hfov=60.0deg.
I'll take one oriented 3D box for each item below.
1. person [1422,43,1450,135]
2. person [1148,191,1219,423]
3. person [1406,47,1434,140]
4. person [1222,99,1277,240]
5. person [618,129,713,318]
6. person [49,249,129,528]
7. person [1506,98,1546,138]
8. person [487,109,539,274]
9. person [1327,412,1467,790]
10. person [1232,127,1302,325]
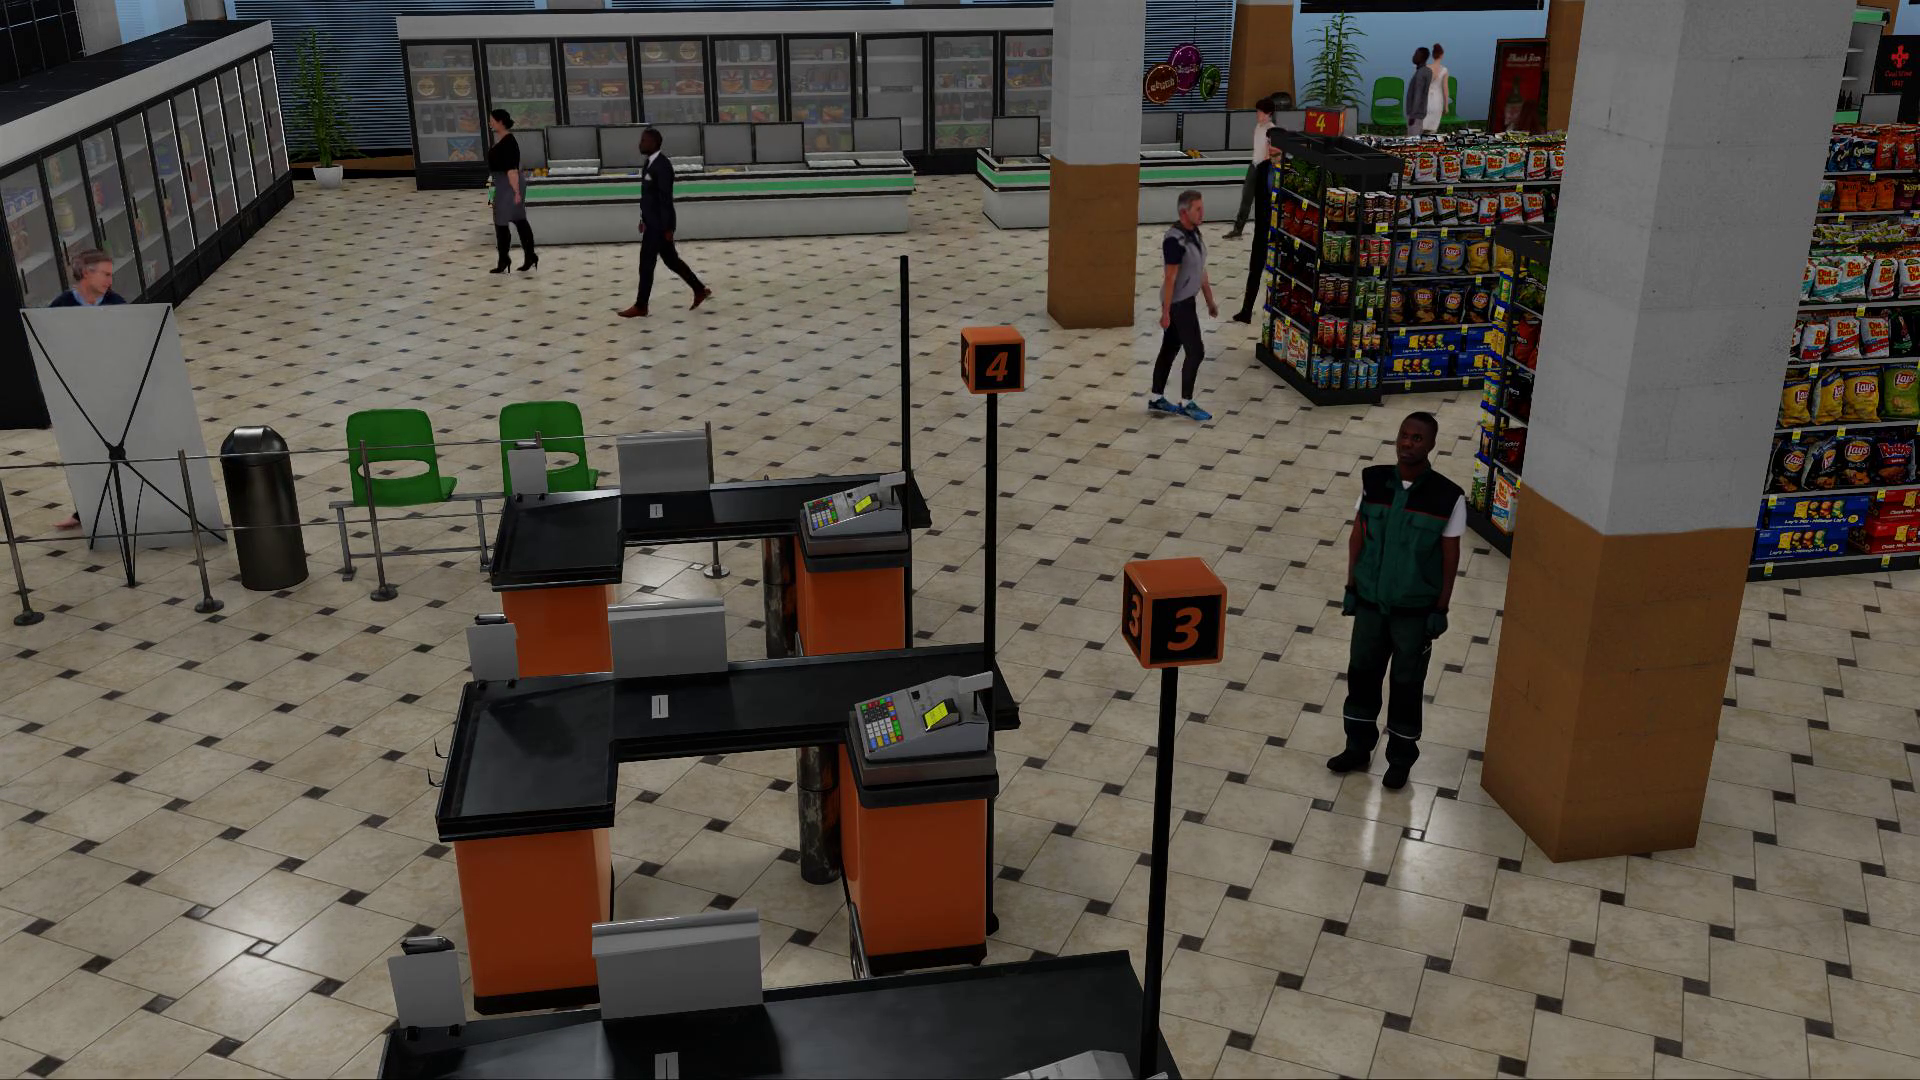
[{"bbox_3d":[6.838,-6.294,24.198,0.644,1.791,0.707,14,26,31],"label":"person"},{"bbox_3d":[1.639,-1.847,13.117,0.959,1.801,0.887,8,23,19],"label":"person"},{"bbox_3d":[6.408,-5.949,23.275,0.762,1.839,0.765,9,24,21],"label":"person"},{"bbox_3d":[3.608,-4.311,19.491,1.113,1.619,0.774,-9,24,-22],"label":"person"},{"bbox_3d":[-2.850,-3.072,16.160,1.185,1.804,0.735,-6,23,-14],"label":"person"},{"bbox_3d":[-5.735,-0.972,10.886,0.707,1.839,0.957,-9,23,-21],"label":"person"},{"bbox_3d":[6.415,-4.181,19.090,1.062,1.677,0.923,5,22,11],"label":"person"},{"bbox_3d":[-4.739,-3.743,17.918,0.798,1.739,0.738,-7,23,-16],"label":"person"},{"bbox_3d":[2.044,0.276,7.782,0.778,1.839,0.837,15,26,32],"label":"person"},{"bbox_3d":[3.069,-2.991,15.891,1.104,1.855,1.173,15,26,33],"label":"person"}]
